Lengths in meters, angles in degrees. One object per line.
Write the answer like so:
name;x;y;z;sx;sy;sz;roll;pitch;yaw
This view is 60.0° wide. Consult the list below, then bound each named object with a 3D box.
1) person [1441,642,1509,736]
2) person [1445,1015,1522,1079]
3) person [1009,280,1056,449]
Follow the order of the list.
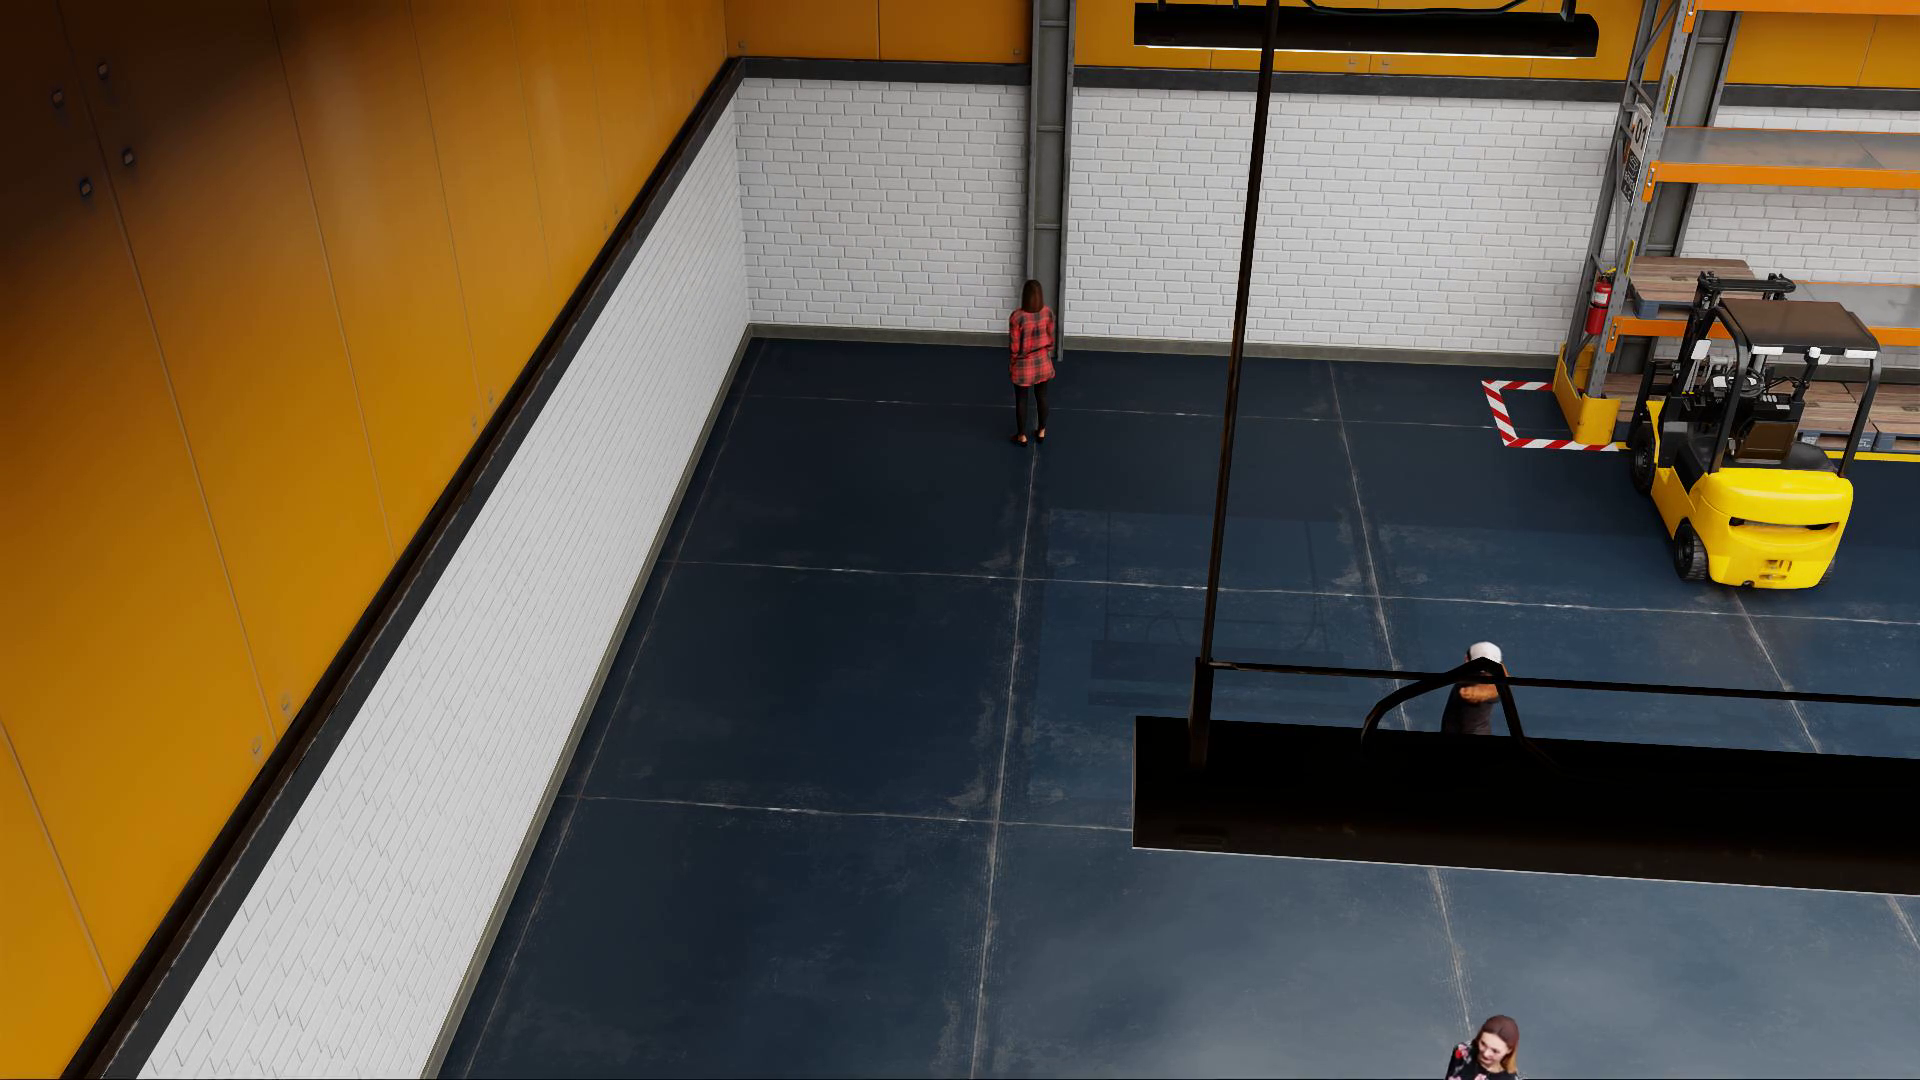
person;3.405;1.351;11.163;0.741;1.633;0.722;20;38;27
person;2.697;3.041;8.600;1.053;1.655;1.003;-26;42;-34
person;0.670;-1.666;15.639;0.634;1.704;0.753;-12;35;-18
